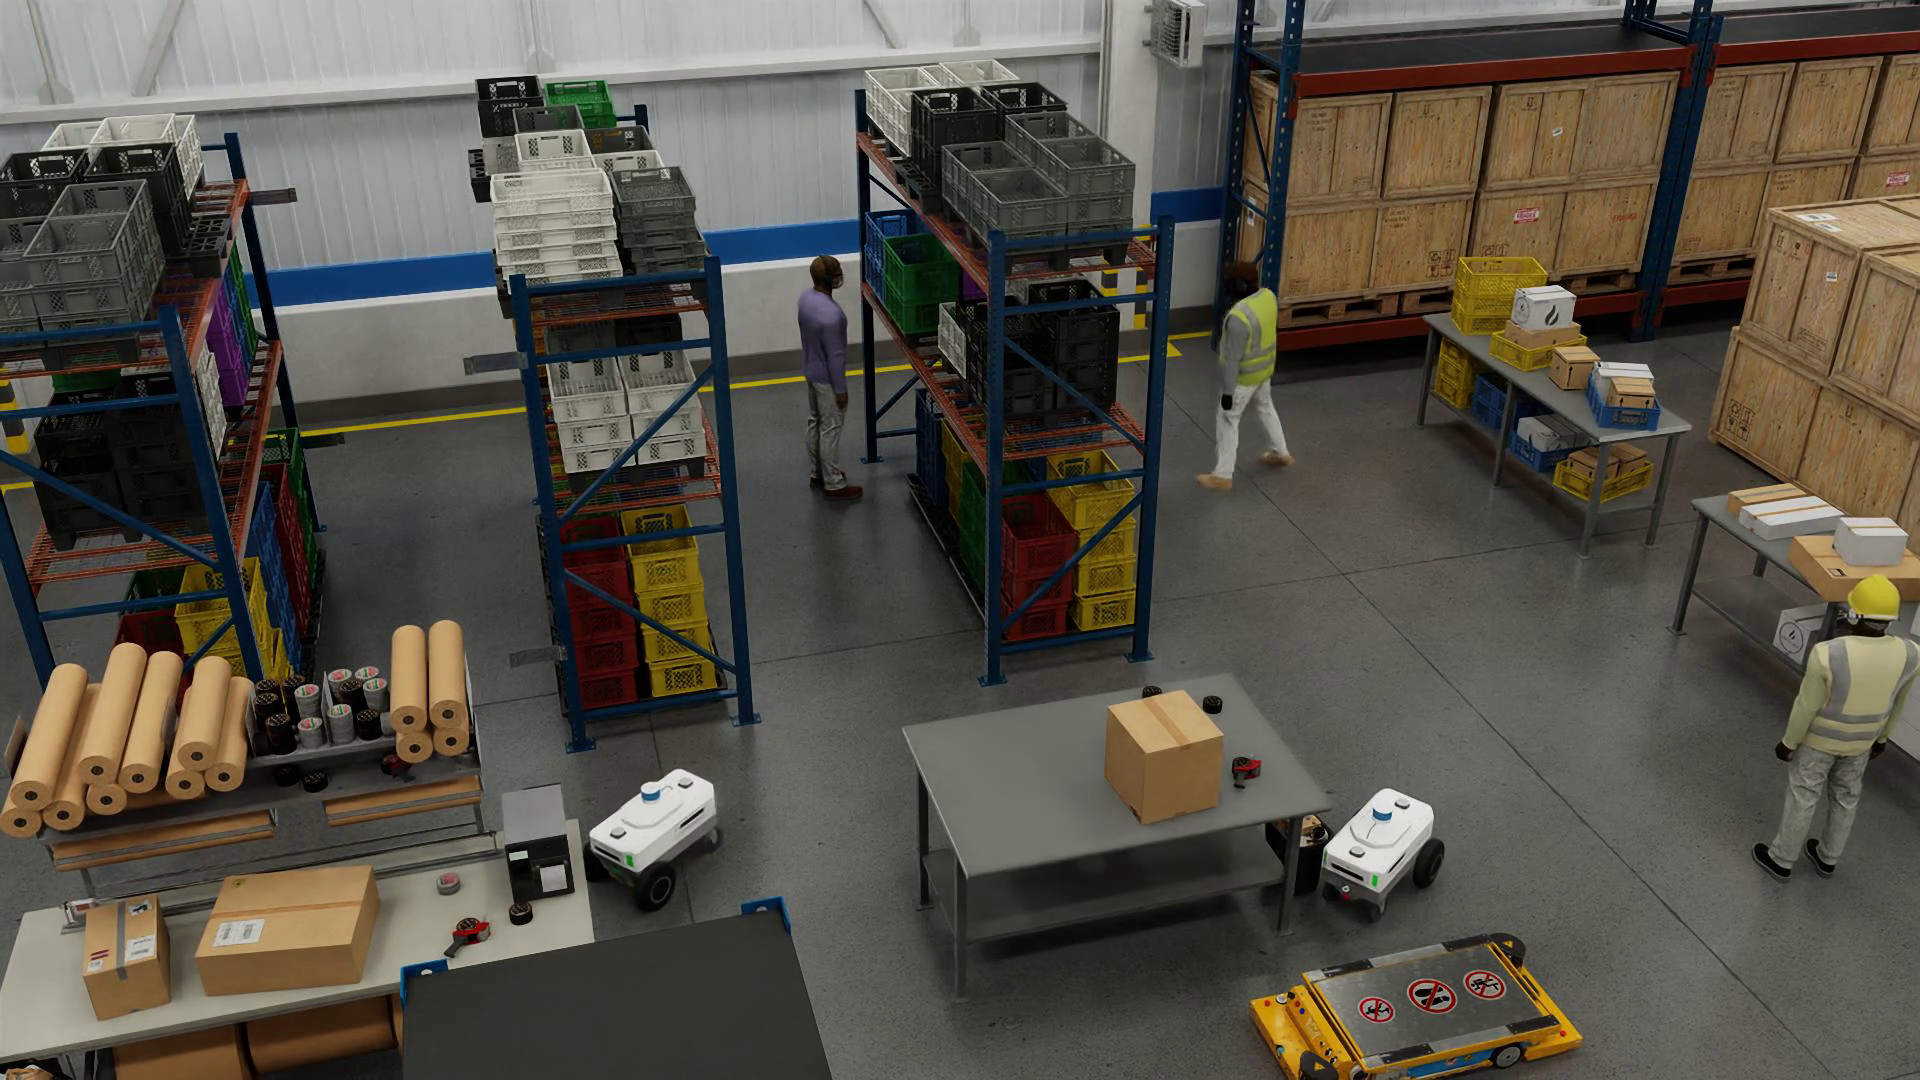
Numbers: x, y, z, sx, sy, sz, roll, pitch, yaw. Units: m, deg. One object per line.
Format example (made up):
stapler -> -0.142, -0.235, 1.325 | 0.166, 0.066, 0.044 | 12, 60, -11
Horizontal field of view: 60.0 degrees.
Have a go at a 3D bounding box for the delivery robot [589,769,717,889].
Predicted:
delivery robot -> -1.647, 1.525, 8.966 | 0.477, 0.478, 0.707 | 19, 34, 30

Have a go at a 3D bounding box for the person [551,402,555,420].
person -> -3.255, -1.760, 13.671 | 0.337, 1.883, 0.584 | 6, 29, 11

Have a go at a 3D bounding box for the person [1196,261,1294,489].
person -> 2.268, -1.289, 12.902 | 0.530, 1.810, 0.820 | 20, 34, 31

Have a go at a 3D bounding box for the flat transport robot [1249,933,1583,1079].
flat transport robot -> 2.184, 2.282, 7.980 | 1.431, 0.197, 0.652 | -8, 30, -14

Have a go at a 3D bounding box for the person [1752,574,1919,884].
person -> 4.582, 0.998, 8.706 | 0.601, 1.830, 0.404 | -3, 29, -5

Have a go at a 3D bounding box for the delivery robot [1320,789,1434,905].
delivery robot -> 2.215, 1.609, 8.819 | 0.477, 0.478, 0.707 | 21, 35, 34

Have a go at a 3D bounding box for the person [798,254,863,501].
person -> -1.010, -1.241, 12.672 | 0.371, 1.941, 0.627 | -13, 31, -22
